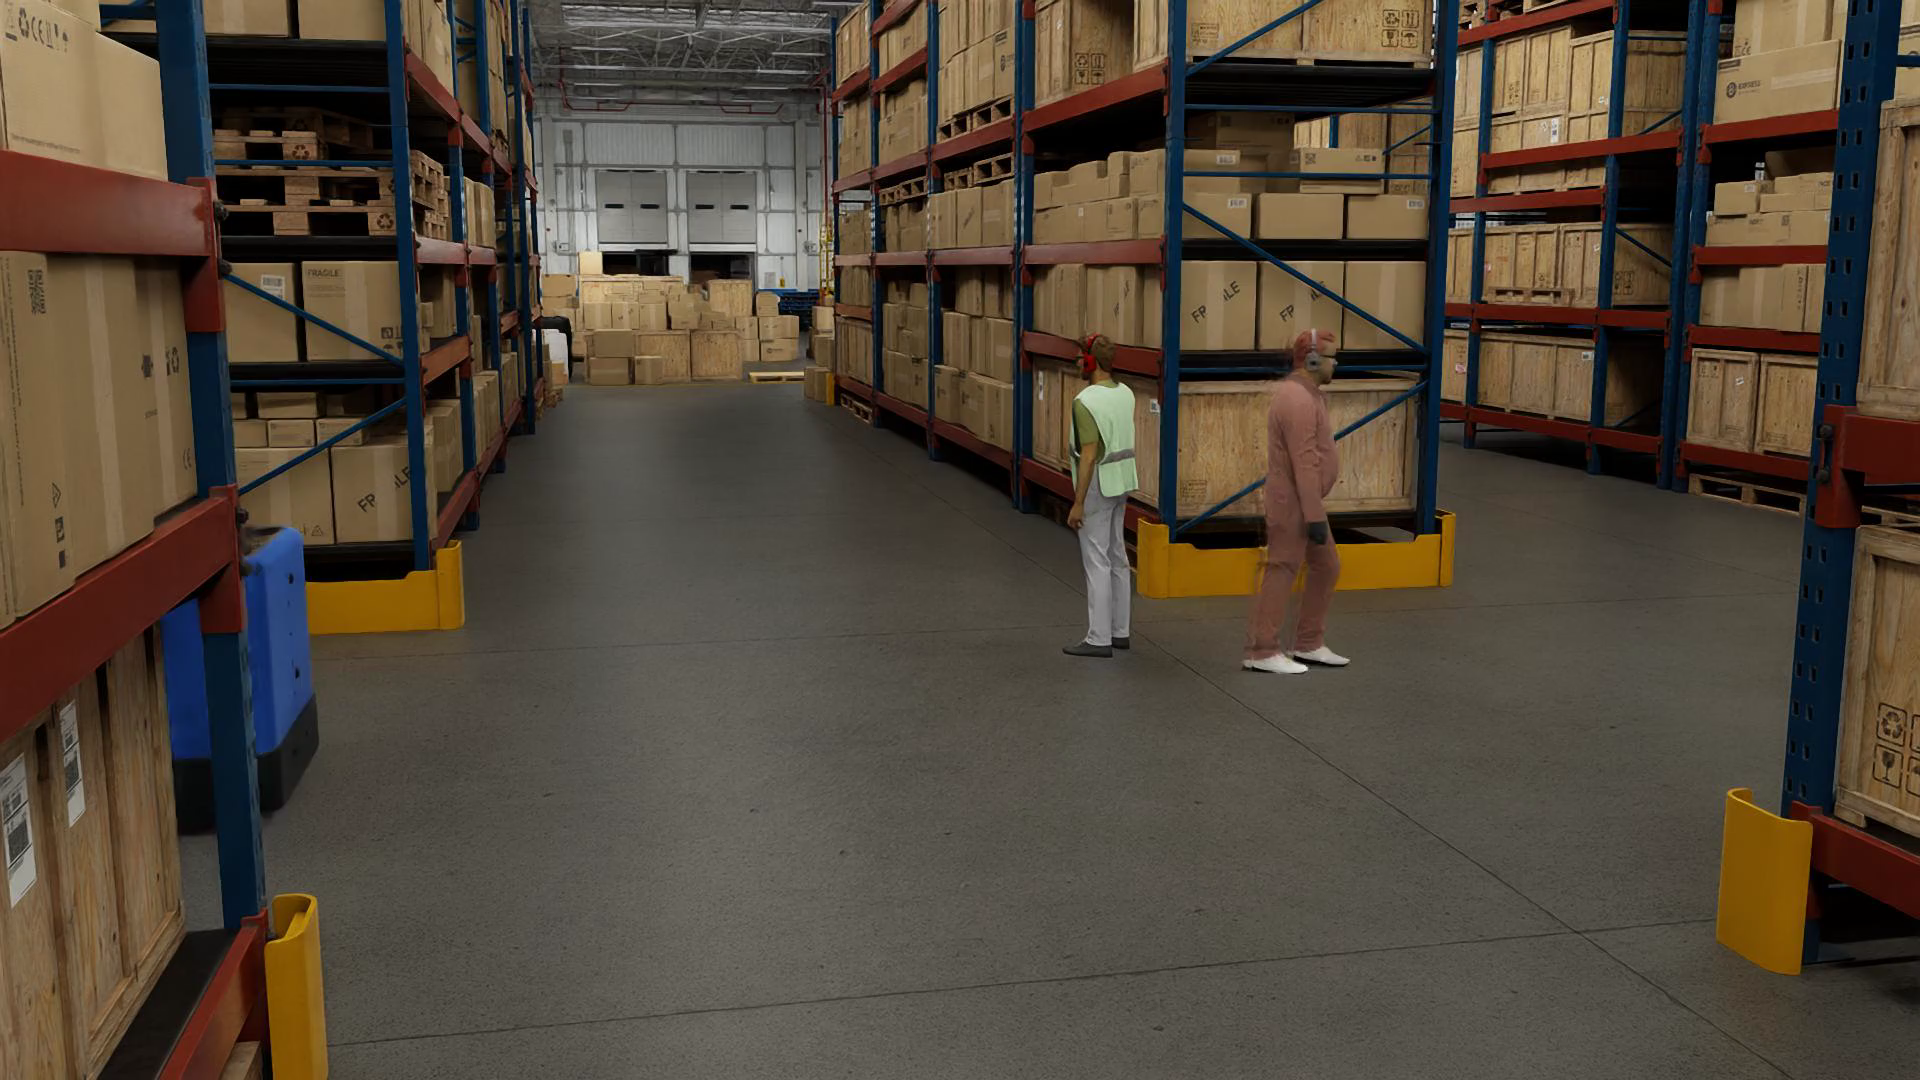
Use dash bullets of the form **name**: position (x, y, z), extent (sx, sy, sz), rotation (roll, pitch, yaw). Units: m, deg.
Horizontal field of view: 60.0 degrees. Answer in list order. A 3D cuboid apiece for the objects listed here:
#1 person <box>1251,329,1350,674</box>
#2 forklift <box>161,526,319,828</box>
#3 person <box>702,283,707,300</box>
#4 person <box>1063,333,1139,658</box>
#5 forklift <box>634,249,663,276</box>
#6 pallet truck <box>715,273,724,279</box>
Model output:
- **person**: position (1.908, -0.189, 8.996), extent (0.692, 1.880, 0.676), rotation (2, 10, 13)
- **forklift**: position (-3.701, -0.298, 6.640), extent (1.873, 2.768, 1.129), rotation (-2, 10, -12)
- **person**: position (-9.190, -8.449, 60.098), extent (0.308, 1.640, 0.511), rotation (1, 9, 8)
- **person**: position (0.817, -0.249, 9.490), extent (0.373, 1.843, 0.571), rotation (6, 11, 32)
- **forklift**: position (-10.535, -8.469, 56.446), extent (1.129, 2.768, 1.873), rotation (-8, 12, -39)
- **pallet truck**: position (-8.580, -8.986, 62.280), extent (1.885, 1.965, 0.823), rotation (1, 9, 5)
